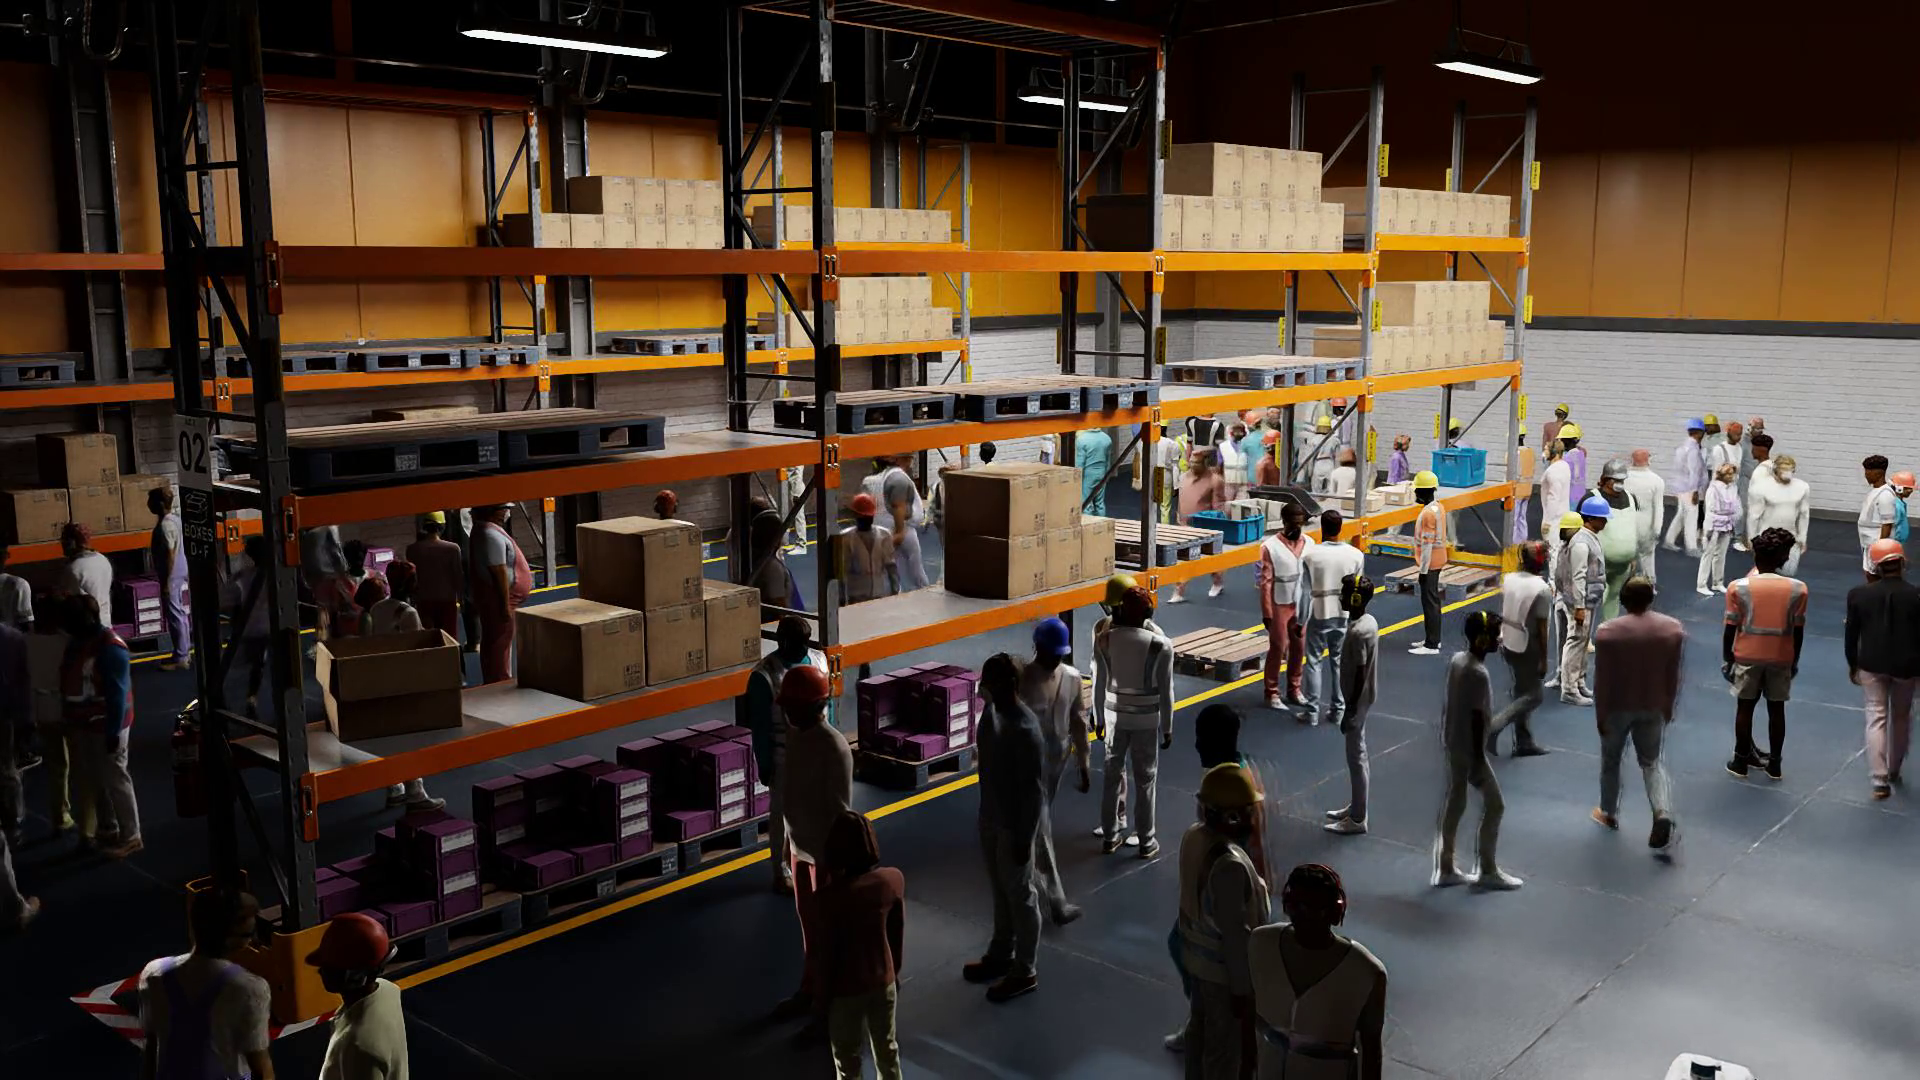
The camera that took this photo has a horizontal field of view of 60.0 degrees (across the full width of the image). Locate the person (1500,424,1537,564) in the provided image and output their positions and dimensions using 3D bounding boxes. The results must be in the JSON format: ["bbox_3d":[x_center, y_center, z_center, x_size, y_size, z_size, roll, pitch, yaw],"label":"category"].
[{"bbox_3d":[7.467,-0.612,22.336,0.592,1.912,0.399,-7,12,-36],"label":"person"}]

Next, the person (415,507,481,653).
[{"bbox_3d":[-5.305,0.180,17.212,0.682,2.000,0.535,-6,11,-33],"label":"person"}]

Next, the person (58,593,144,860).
[{"bbox_3d":[-5.896,1.261,11.390,0.642,1.834,0.432,7,12,37],"label":"person"}]

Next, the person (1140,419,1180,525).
[{"bbox_3d":[2.825,-0.814,23.513,0.587,1.920,0.397,5,11,26],"label":"person"}]

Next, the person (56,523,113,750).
[{"bbox_3d":[-7.368,0.803,13.943,0.427,1.901,0.674,0,10,-2],"label":"person"}]

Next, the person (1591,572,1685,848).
[{"bbox_3d":[4.742,1.179,11.649,0.633,1.914,0.856,1,10,3],"label":"person"}]

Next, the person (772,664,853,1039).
[{"bbox_3d":[-0.780,1.619,8.791,0.408,1.986,0.618,-6,11,-32],"label":"person"}]

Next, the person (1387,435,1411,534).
[{"bbox_3d":[6.212,-0.682,23.601,0.312,1.635,0.525,4,10,22],"label":"person"}]

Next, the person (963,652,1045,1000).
[{"bbox_3d":[0.259,1.568,9.228,0.379,1.940,0.629,-3,10,-20],"label":"person"}]

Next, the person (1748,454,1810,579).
[{"bbox_3d":[9.214,-0.028,18.781,0.664,1.930,0.514,0,10,2],"label":"person"}]

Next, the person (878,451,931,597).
[{"bbox_3d":[-0.611,-0.204,19.501,0.971,2.000,0.701,-3,10,-19],"label":"person"}]

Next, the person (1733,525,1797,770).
[{"bbox_3d":[6.470,0.856,13.419,0.387,1.958,0.600,5,11,28],"label":"person"}]

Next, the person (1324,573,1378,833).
[{"bbox_3d":[2.803,1.160,11.868,0.326,1.872,0.518,3,10,17],"label":"person"}]

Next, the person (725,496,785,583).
[{"bbox_3d":[-1.937,0.485,16.003,0.629,1.836,0.429,-7,12,-37],"label":"person"}]

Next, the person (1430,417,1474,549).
[{"bbox_3d":[6.956,-0.783,23.452,0.588,1.878,0.885,-1,10,-8],"label":"person"}]

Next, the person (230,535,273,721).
[{"bbox_3d":[-6.082,0.802,14.521,0.567,1.688,0.424,0,10,2],"label":"person"}]

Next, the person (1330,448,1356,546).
[{"bbox_3d":[5.112,-0.428,22.150,0.794,1.595,0.522,-8,13,-41],"label":"person"}]

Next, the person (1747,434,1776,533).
[{"bbox_3d":[9.913,-0.336,20.560,0.396,1.956,0.605,9,13,42],"label":"person"}]

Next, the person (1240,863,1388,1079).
[{"bbox_3d":[1.321,2.102,6.305,0.565,1.849,0.389,7,12,35],"label":"person"}]

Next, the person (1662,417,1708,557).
[{"bbox_3d":[10.122,-0.744,23.079,0.509,1.939,0.661,3,10,19],"label":"person"}]

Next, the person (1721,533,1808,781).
[{"bbox_3d":[6.318,0.915,13.118,0.603,1.948,0.415,2,10,13],"label":"person"}]

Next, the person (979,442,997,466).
[{"bbox_3d":[0.379,-0.467,22.100,0.317,1.695,0.540,2,10,14],"label":"person"}]

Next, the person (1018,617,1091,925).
[{"bbox_3d":[0.527,1.398,10.400,0.619,1.883,1.040,-6,11,-30],"label":"person"}]

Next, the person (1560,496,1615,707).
[{"bbox_3d":[5.749,0.555,15.286,0.414,1.939,0.605,5,11,30],"label":"person"}]

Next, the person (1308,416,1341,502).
[{"bbox_3d":[5.519,-1.020,25.281,0.484,1.738,0.321,0,10,-1],"label":"person"}]

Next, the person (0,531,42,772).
[{"bbox_3d":[-7.660,0.886,13.265,0.600,1.958,0.379,0,10,-2],"label":"person"}]

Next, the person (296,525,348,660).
[{"bbox_3d":[-6.644,0.367,17.164,0.587,1.678,0.868,2,10,13],"label":"person"}]

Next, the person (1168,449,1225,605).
[{"bbox_3d":[2.889,-0.184,19.971,0.648,1.856,0.997,7,12,36],"label":"person"}]

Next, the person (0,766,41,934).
[{"bbox_3d":[-5.828,1.568,9.770,0.512,1.762,1.011,0,10,2],"label":"person"}]

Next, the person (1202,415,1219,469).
[{"bbox_3d":[3.939,-1.312,26.455,0.387,1.931,0.544,-2,10,-10],"label":"person"}]

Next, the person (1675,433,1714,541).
[{"bbox_3d":[10.769,-0.837,24.402,0.544,1.659,0.555,4,10,25],"label":"person"}]

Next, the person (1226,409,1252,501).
[{"bbox_3d":[4.377,-1.164,25.699,0.583,1.882,0.337,5,11,26],"label":"person"}]

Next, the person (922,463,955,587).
[{"bbox_3d":[-0.202,-0.143,20.461,0.535,1.589,0.878,6,11,33],"label":"person"}]

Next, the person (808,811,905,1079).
[{"bbox_3d":[-0.461,2.015,7.468,0.500,1.634,0.286,-7,12,-37],"label":"person"}]

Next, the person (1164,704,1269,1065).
[{"bbox_3d":[1.236,1.738,8.339,0.594,1.889,0.604,0,10,1],"label":"person"}]

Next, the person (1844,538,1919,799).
[{"bbox_3d":[7.155,0.963,12.821,0.641,1.939,0.888,5,11,29],"label":"person"}]

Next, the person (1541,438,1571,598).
[{"bbox_3d":[7.194,-0.266,20.178,0.371,1.940,0.627,6,11,30],"label":"person"}]

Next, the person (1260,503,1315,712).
[{"bbox_3d":[2.963,0.599,15.123,0.598,1.905,0.390,-5,11,-30],"label":"person"}]

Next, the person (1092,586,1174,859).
[{"bbox_3d":[1.176,1.241,11.361,0.577,1.880,0.352,4,10,22],"label":"person"}]

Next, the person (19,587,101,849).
[{"bbox_3d":[-6.219,1.238,11.557,0.594,1.839,0.578,1,10,4],"label":"person"}]

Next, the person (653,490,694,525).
[{"bbox_3d":[-2.803,0.457,16.025,0.581,1.882,0.339,-3,10,-20],"label":"person"}]

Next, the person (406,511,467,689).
[{"bbox_3d":[-4.953,0.562,15.756,0.533,1.765,0.330,-1,10,-4],"label":"person"}]

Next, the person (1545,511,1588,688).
[{"bbox_3d":[5.722,0.595,15.620,0.324,1.742,0.492,-2,10,-14],"label":"person"}]
